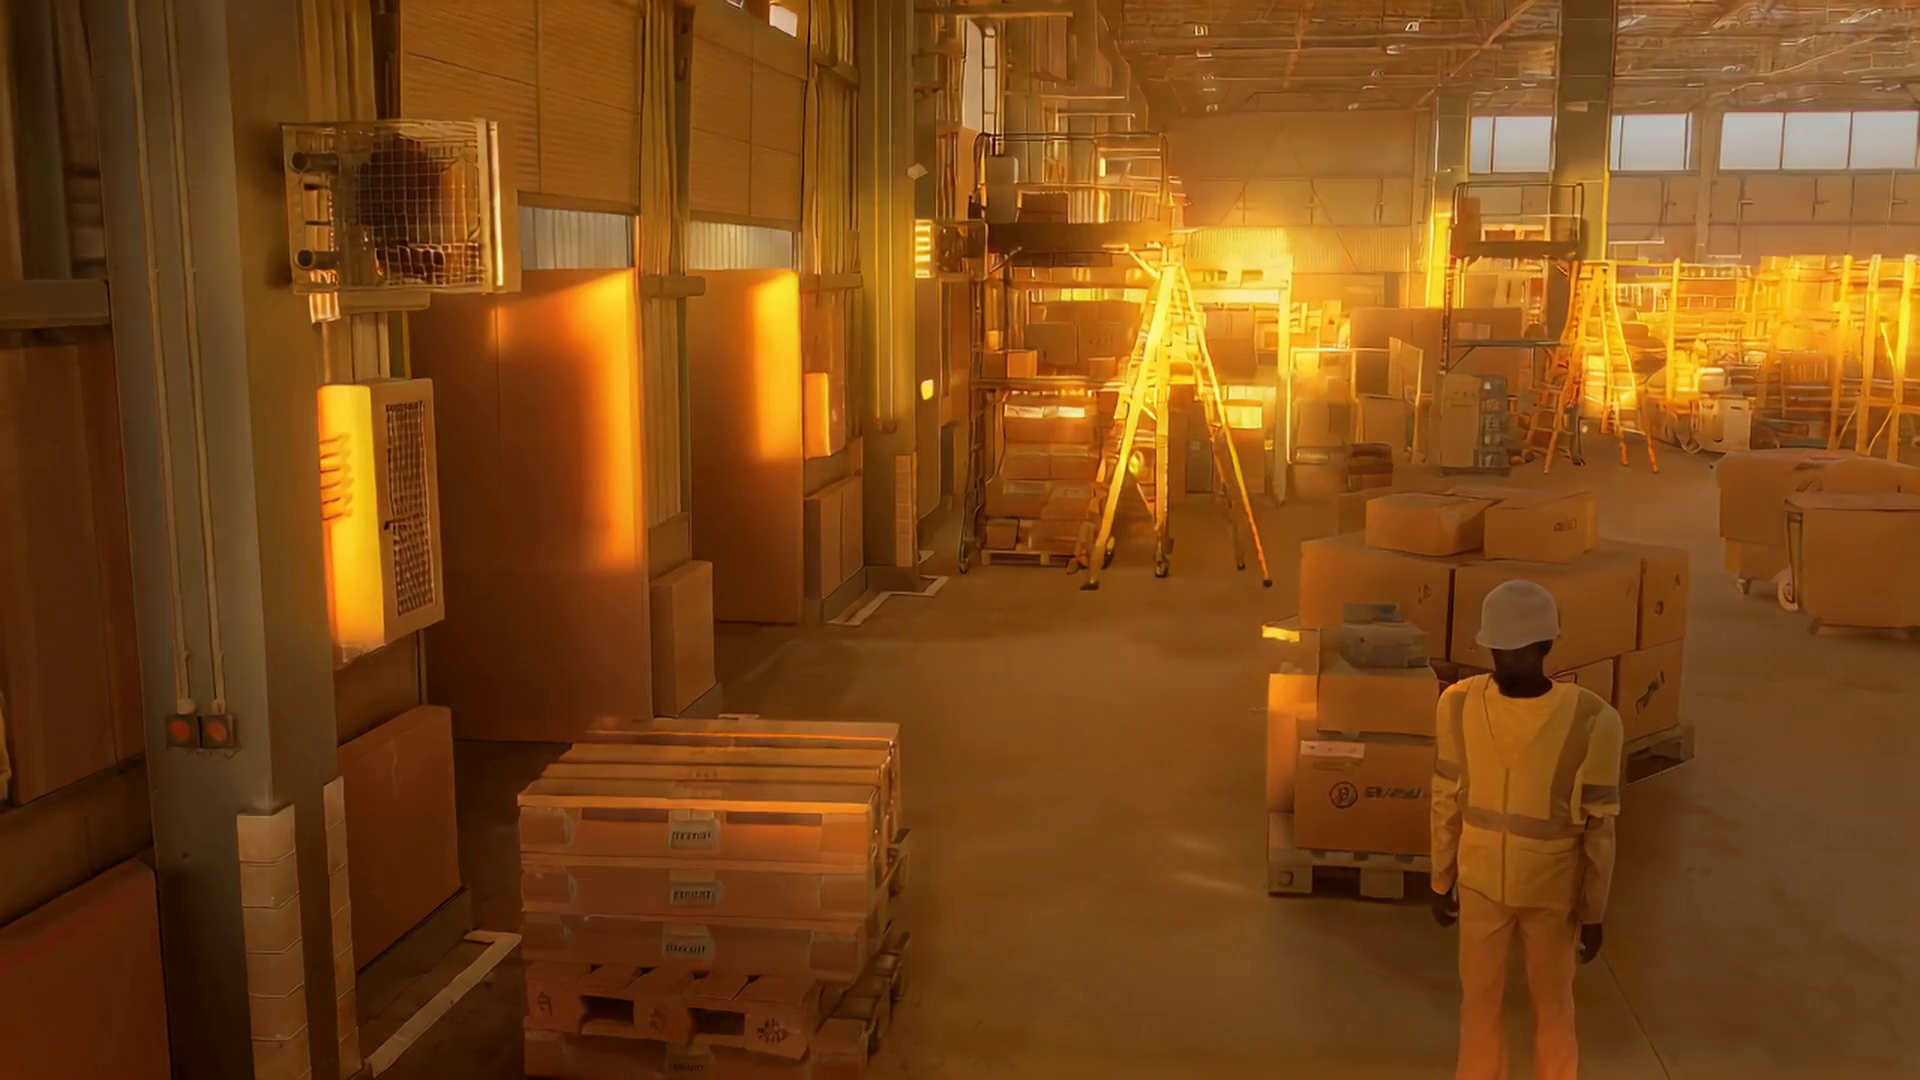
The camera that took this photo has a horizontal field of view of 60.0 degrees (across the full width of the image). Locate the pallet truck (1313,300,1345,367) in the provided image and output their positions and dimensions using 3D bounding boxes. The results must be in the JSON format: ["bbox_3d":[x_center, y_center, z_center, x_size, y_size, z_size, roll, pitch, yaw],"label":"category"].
[{"bbox_3d":[11.159,-6.200,49.718,0.823,1.965,1.885,4,10,26],"label":"pallet truck"}]

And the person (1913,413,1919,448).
[{"bbox_3d":[15.622,-2.342,26.750,0.333,1.738,0.487,9,13,43],"label":"person"}]

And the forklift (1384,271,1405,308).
[{"bbox_3d":[10.893,-5.388,41.996,1.873,2.768,1.129,1,9,9],"label":"forklift"}]

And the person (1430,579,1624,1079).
[{"bbox_3d":[1.725,1.064,5.171,0.584,1.920,0.395,7,12,38],"label":"person"}]

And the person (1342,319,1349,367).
[{"bbox_3d":[9.000,-4.251,37.946,0.554,1.917,0.611,4,10,21],"label":"person"}]

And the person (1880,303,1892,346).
[{"bbox_3d":[26.269,-5.781,47.364,0.412,1.923,0.541,-2,9,-10],"label":"person"}]

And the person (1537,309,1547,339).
[{"bbox_3d":[15.778,-5.307,44.590,0.641,1.872,1.032,2,10,15],"label":"person"}]

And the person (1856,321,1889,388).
[{"bbox_3d":[20.628,-4.211,37.650,0.626,1.934,0.372,9,13,42],"label":"person"}]

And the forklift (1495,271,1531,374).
[{"bbox_3d":[14.916,-5.941,45.409,1.873,2.768,1.129,-2,9,-10],"label":"forklift"}]
